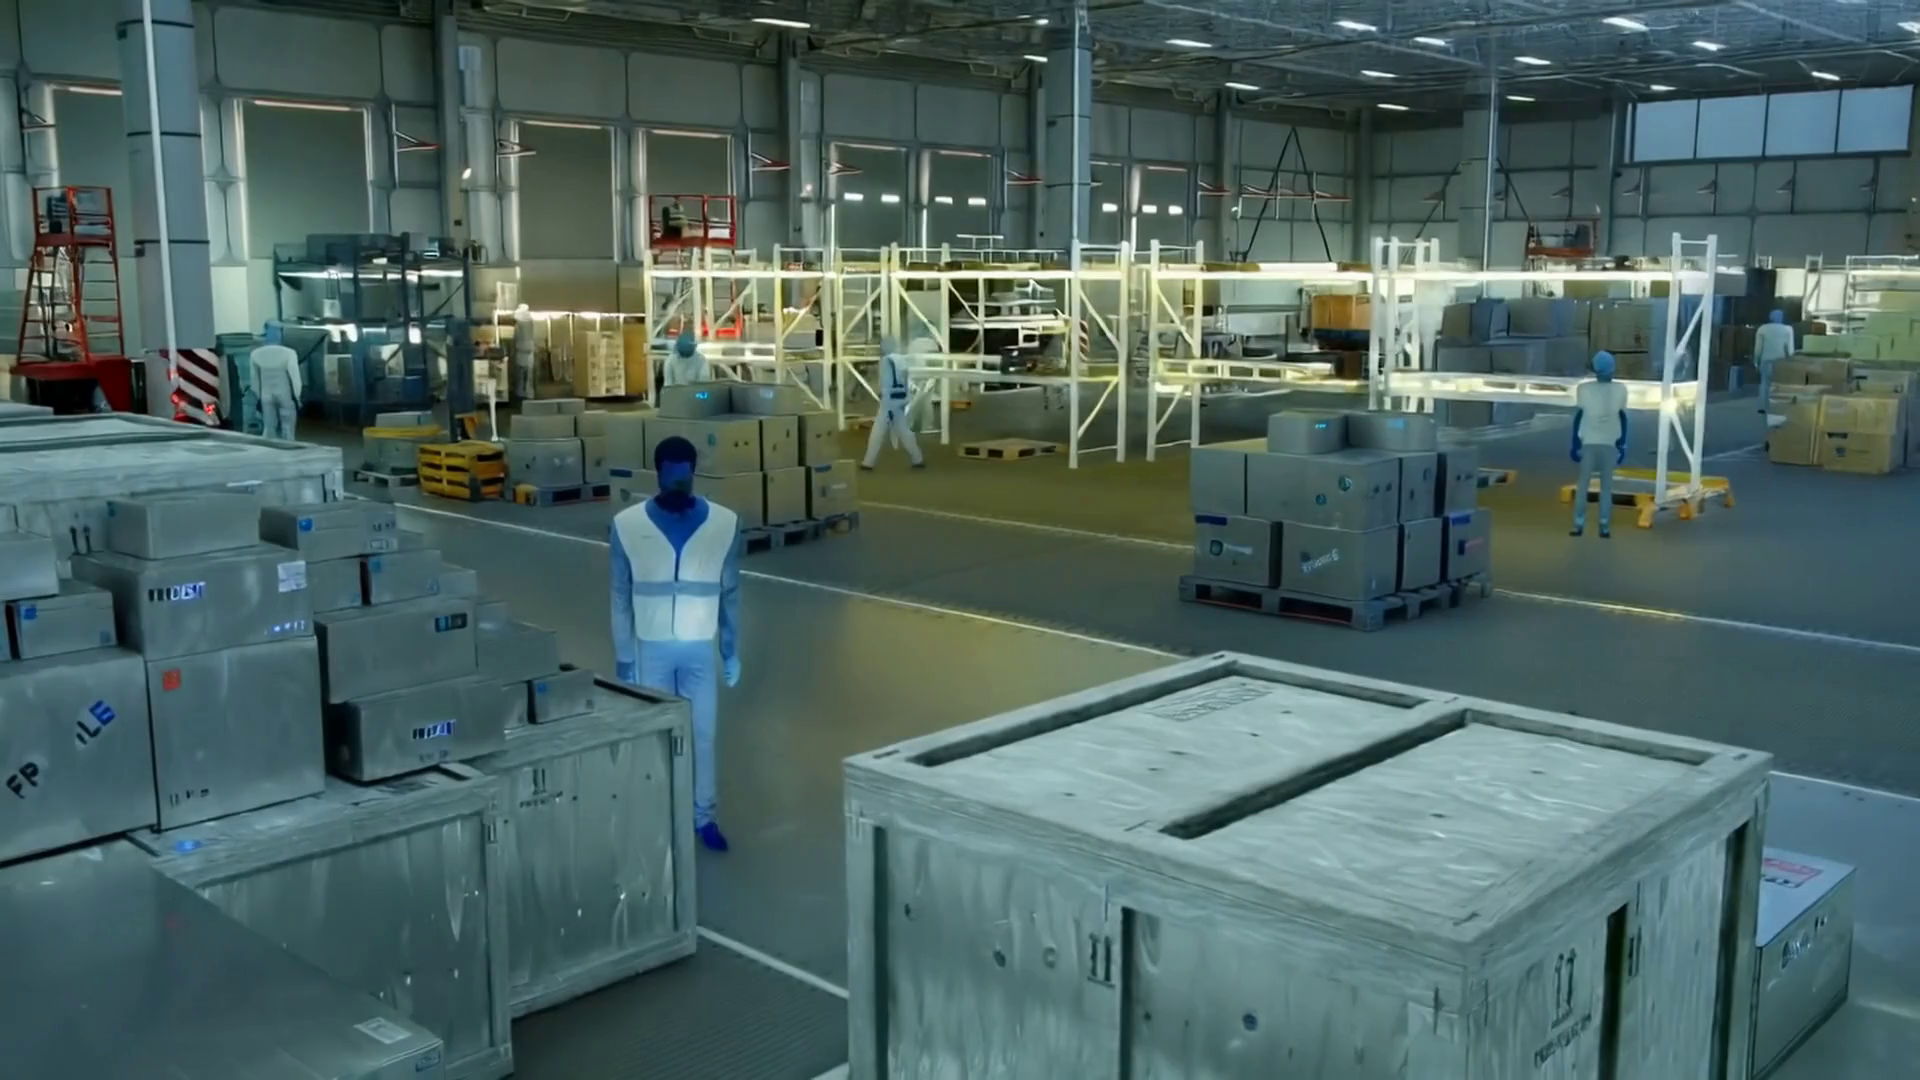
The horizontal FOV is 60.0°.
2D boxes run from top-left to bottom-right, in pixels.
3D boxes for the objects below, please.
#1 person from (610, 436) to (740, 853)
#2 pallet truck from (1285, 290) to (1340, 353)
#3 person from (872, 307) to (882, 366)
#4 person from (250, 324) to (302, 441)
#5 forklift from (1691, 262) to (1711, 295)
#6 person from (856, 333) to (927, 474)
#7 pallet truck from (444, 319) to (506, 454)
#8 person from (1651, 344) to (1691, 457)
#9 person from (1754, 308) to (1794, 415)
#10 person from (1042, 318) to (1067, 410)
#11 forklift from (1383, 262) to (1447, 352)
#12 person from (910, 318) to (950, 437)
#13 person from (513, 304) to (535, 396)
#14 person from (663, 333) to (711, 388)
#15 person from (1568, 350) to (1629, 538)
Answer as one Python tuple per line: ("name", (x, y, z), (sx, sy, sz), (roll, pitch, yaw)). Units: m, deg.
("person", (-1.282, 0.479, 7.557), (0.592, 1.916, 0.392), (-3, 10, -16))
("pallet truck", (11.297, -6.951, 52.861), (1.885, 1.965, 0.823), (-5, 11, -29))
("person", (-2.187, -5.403, 44.503), (0.324, 1.631, 0.522), (-1, 9, -6))
("person", (-8.878, -1.831, 21.649), (0.635, 1.937, 0.353), (0, 9, 0))
("forklift", (19.903, -6.087, 44.868), (1.873, 2.768, 1.129), (3, 10, 17))
("person", (-0.885, -1.760, 21.568), (1.000, 1.840, 0.571), (4, 10, 22))
("pallet truck", (-6.981, -1.942, 22.150), (1.885, 1.965, 0.823), (1, 9, 9))
("person", (10.032, -1.965, 23.489), (0.536, 1.597, 0.691), (-2, 9, -10))
("person", (14.786, -3.234, 30.248), (0.636, 1.938, 0.358), (3, 10, 20))
("person", (1.784, -3.320, 31.403), (0.485, 1.739, 0.320), (-2, 9, -10))
("forklift", (11.122, -5.213, 39.505), (1.873, 2.768, 1.129), (9, 13, 43))
("person", (-0.473, -2.579, 26.441), (0.596, 1.865, 1.050), (8, 12, 39))
("person", (-9.122, -3.958, 34.720), (0.374, 1.929, 0.542), (5, 11, 28))
("person", (-3.508, -1.731, 21.342), (0.627, 1.843, 0.429), (1, 9, 5))
("person", (6.323, -0.947, 16.462), (0.518, 1.865, 0.330), (4, 10, 25))
